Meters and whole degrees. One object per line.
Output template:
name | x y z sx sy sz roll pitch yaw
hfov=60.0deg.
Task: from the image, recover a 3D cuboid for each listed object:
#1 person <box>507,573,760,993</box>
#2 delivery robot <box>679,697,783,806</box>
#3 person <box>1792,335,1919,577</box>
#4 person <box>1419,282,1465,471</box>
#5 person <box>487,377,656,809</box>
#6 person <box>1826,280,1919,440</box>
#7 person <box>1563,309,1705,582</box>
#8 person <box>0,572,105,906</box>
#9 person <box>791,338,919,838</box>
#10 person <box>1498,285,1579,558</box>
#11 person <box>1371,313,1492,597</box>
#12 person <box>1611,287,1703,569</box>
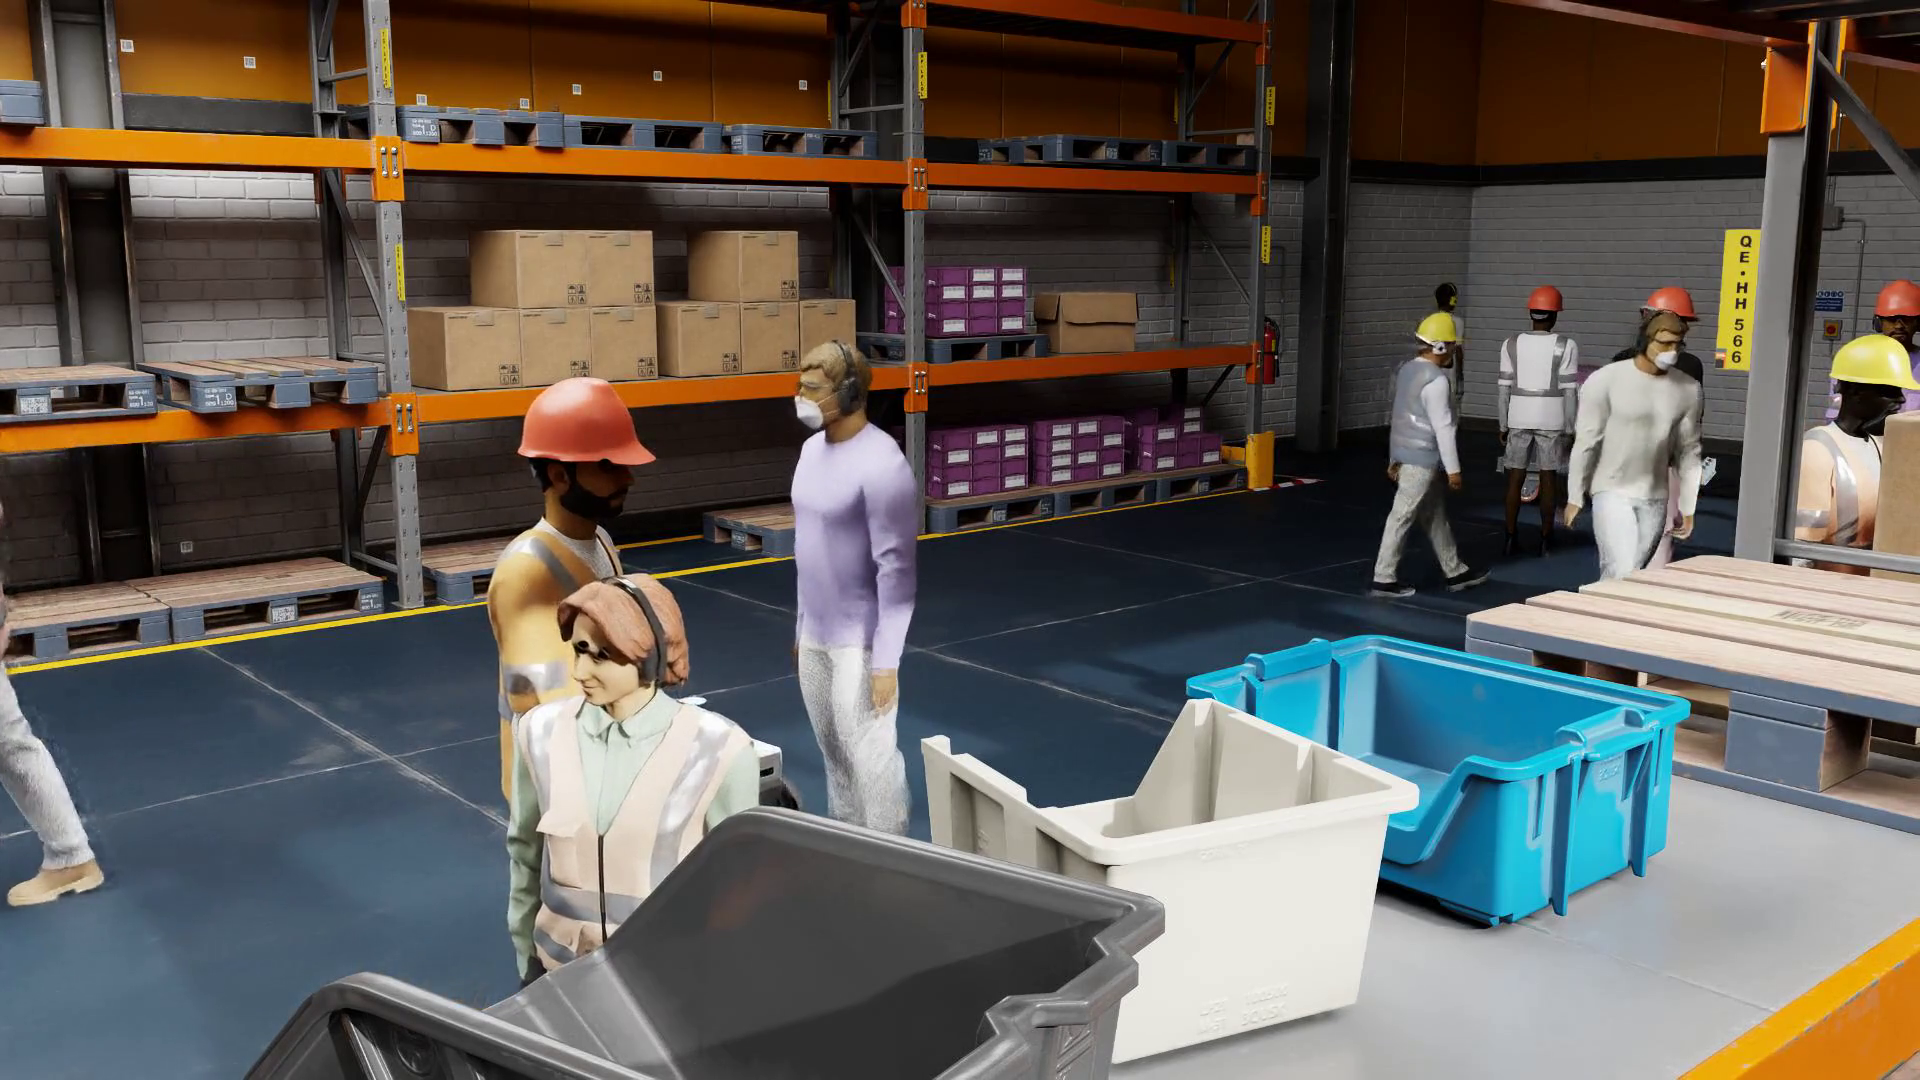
person | -0.616 0.864 3.184 0.513 1.637 0.313 3 10 14
delivery robot | -0.985 0.827 6.158 0.707 0.478 0.477 10 14 43
person | 3.153 0.226 5.973 0.587 1.919 0.403 -8 13 -39
person | 4.692 -1.577 16.236 0.477 1.856 0.544 -9 13 -40
person | -0.867 0.588 3.885 0.374 1.935 0.552 1 10 4
person | 4.957 -0.361 8.906 0.614 2.042 0.373 4 11 21
person | 3.371 -0.179 8.249 0.650 1.909 0.652 -1 10 -7
person | -3.362 0.391 5.403 0.976 1.799 0.616 -4 11 -22
person | -0.360 0.318 5.394 0.357 1.938 0.632 -6 12 -31
person | 4.122 -0.838 11.873 0.552 1.937 0.356 6 12 32
person | 3.018 -0.518 10.484 0.879 1.789 0.616 0 10 -1
person | 3.980 -0.448 9.548 0.400 1.987 0.612 -6 12 -29
